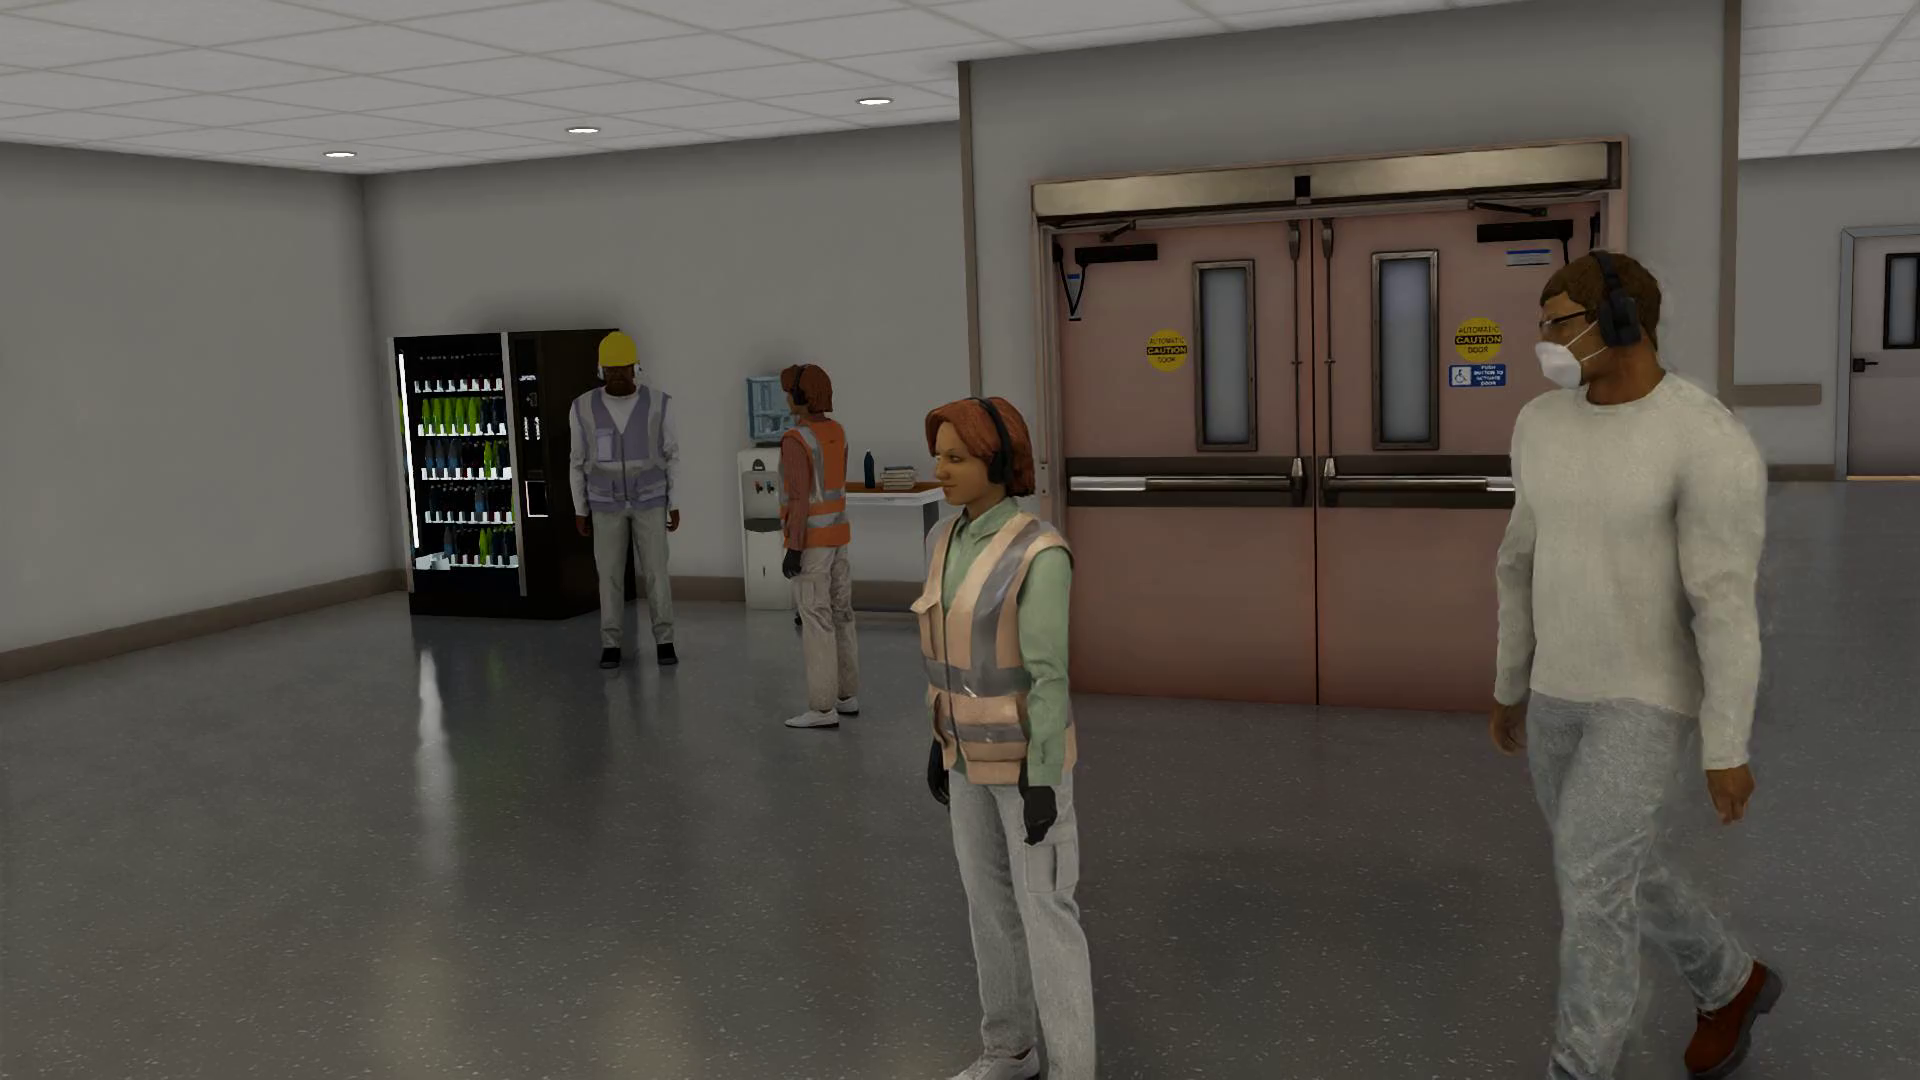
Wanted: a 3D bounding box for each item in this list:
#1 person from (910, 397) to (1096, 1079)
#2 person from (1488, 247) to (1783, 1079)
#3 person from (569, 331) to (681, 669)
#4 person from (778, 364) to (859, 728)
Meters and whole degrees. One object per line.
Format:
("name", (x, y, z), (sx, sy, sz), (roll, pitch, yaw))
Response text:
("person", (0.088, 0.500, 3.672), (0.314, 1.632, 0.517), (-7, 9, -31))
("person", (1.424, 0.337, 3.513), (0.941, 1.906, 0.631), (-5, 8, -19))
("person", (-1.802, -0.212, 9.012), (0.595, 1.823, 0.403), (-3, 7, -8))
("person", (-0.644, 0.026, 7.510), (0.306, 1.639, 0.523), (1, 8, 21))
